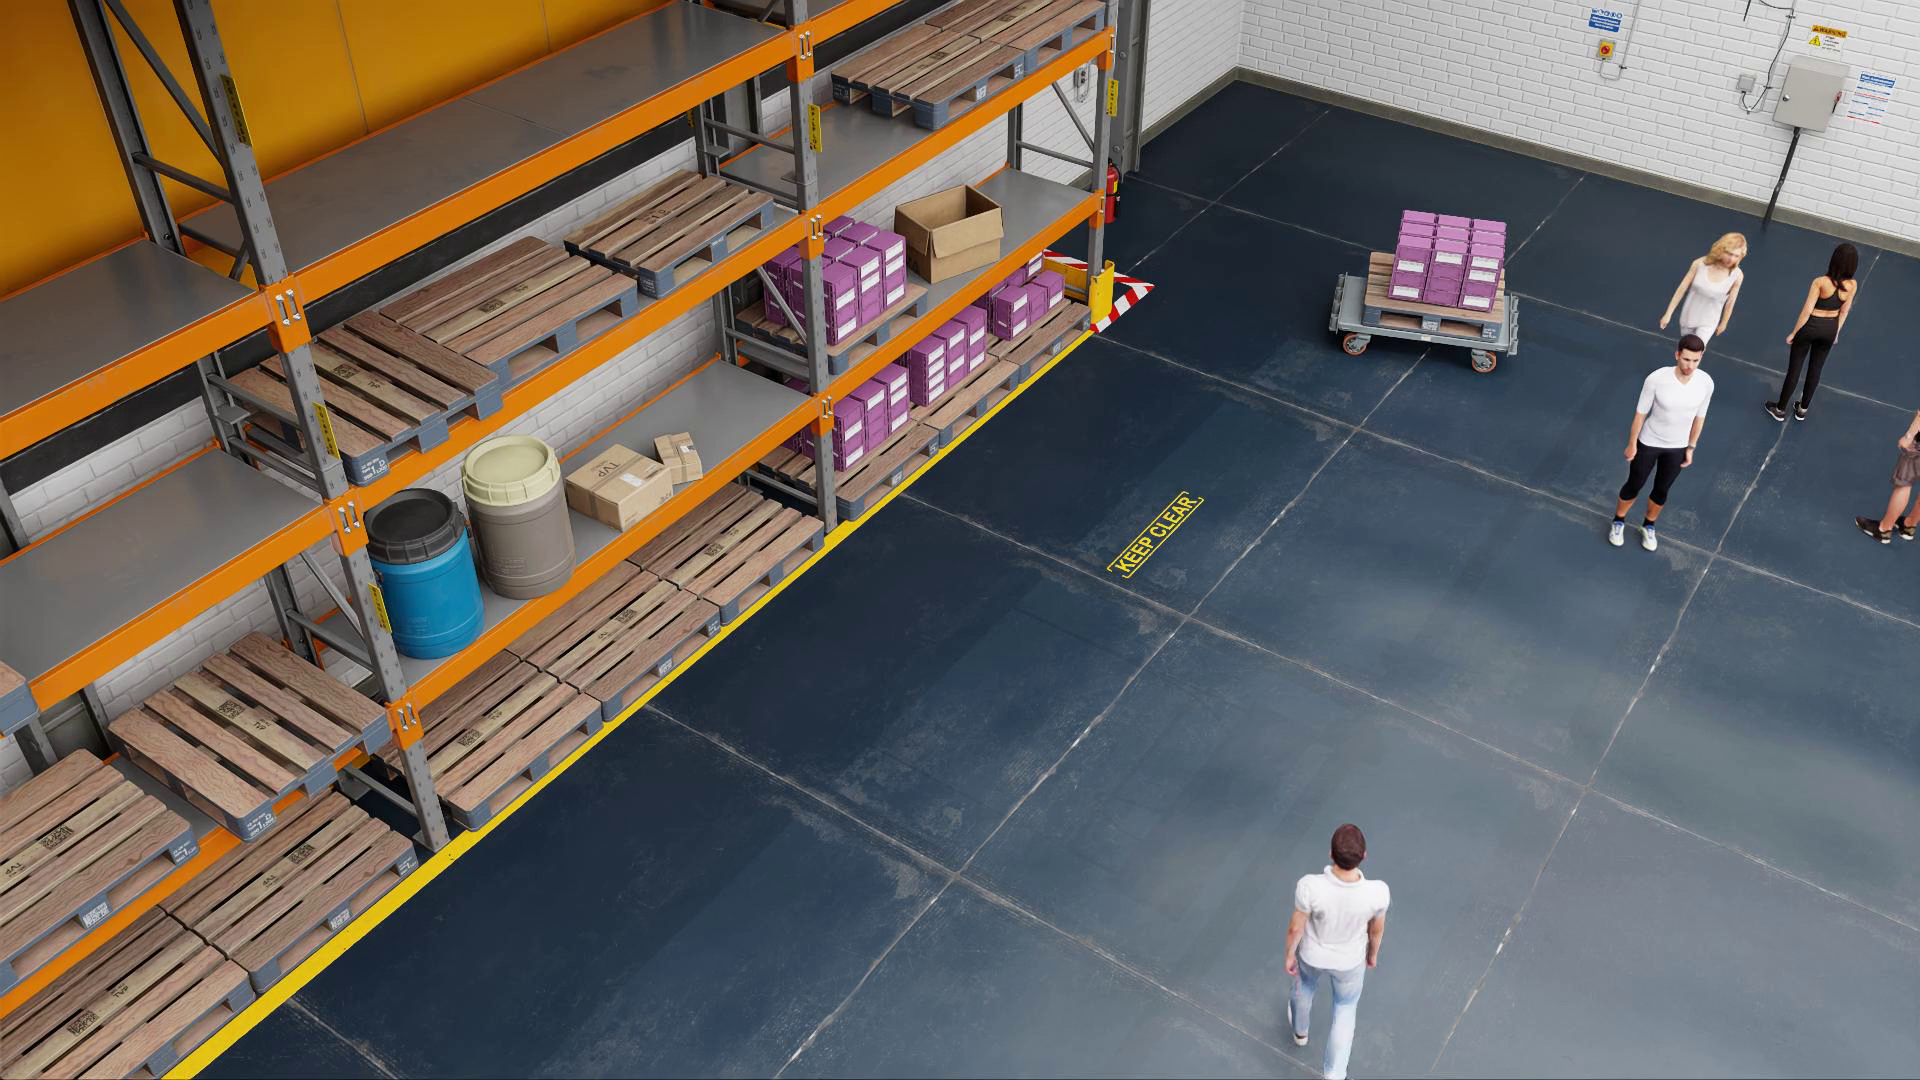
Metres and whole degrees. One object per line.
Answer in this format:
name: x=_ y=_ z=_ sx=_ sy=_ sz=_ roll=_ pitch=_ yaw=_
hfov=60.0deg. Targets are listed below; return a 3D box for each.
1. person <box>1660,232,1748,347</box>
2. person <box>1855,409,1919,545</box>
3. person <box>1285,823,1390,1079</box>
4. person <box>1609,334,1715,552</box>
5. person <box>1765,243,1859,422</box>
person: x=6.345 y=-1.922 z=14.200 sx=0.727 sy=1.617 sz=1.159 roll=30 pitch=48 yaw=32
person: x=7.397 y=-0.780 z=12.575 sx=0.734 sy=1.860 sz=0.817 roll=-11 pitch=40 yaw=-13
person: x=1.972 y=2.259 z=8.794 sx=0.923 sy=1.829 sz=1.137 roll=6 pitch=39 yaw=7
person: x=5.304 y=-0.752 z=12.549 sx=0.737 sy=1.848 sz=0.732 roll=5 pitch=39 yaw=6
person: x=7.182 y=-1.740 z=13.951 sx=0.641 sy=1.642 sz=0.656 roll=1 pitch=39 yaw=2
